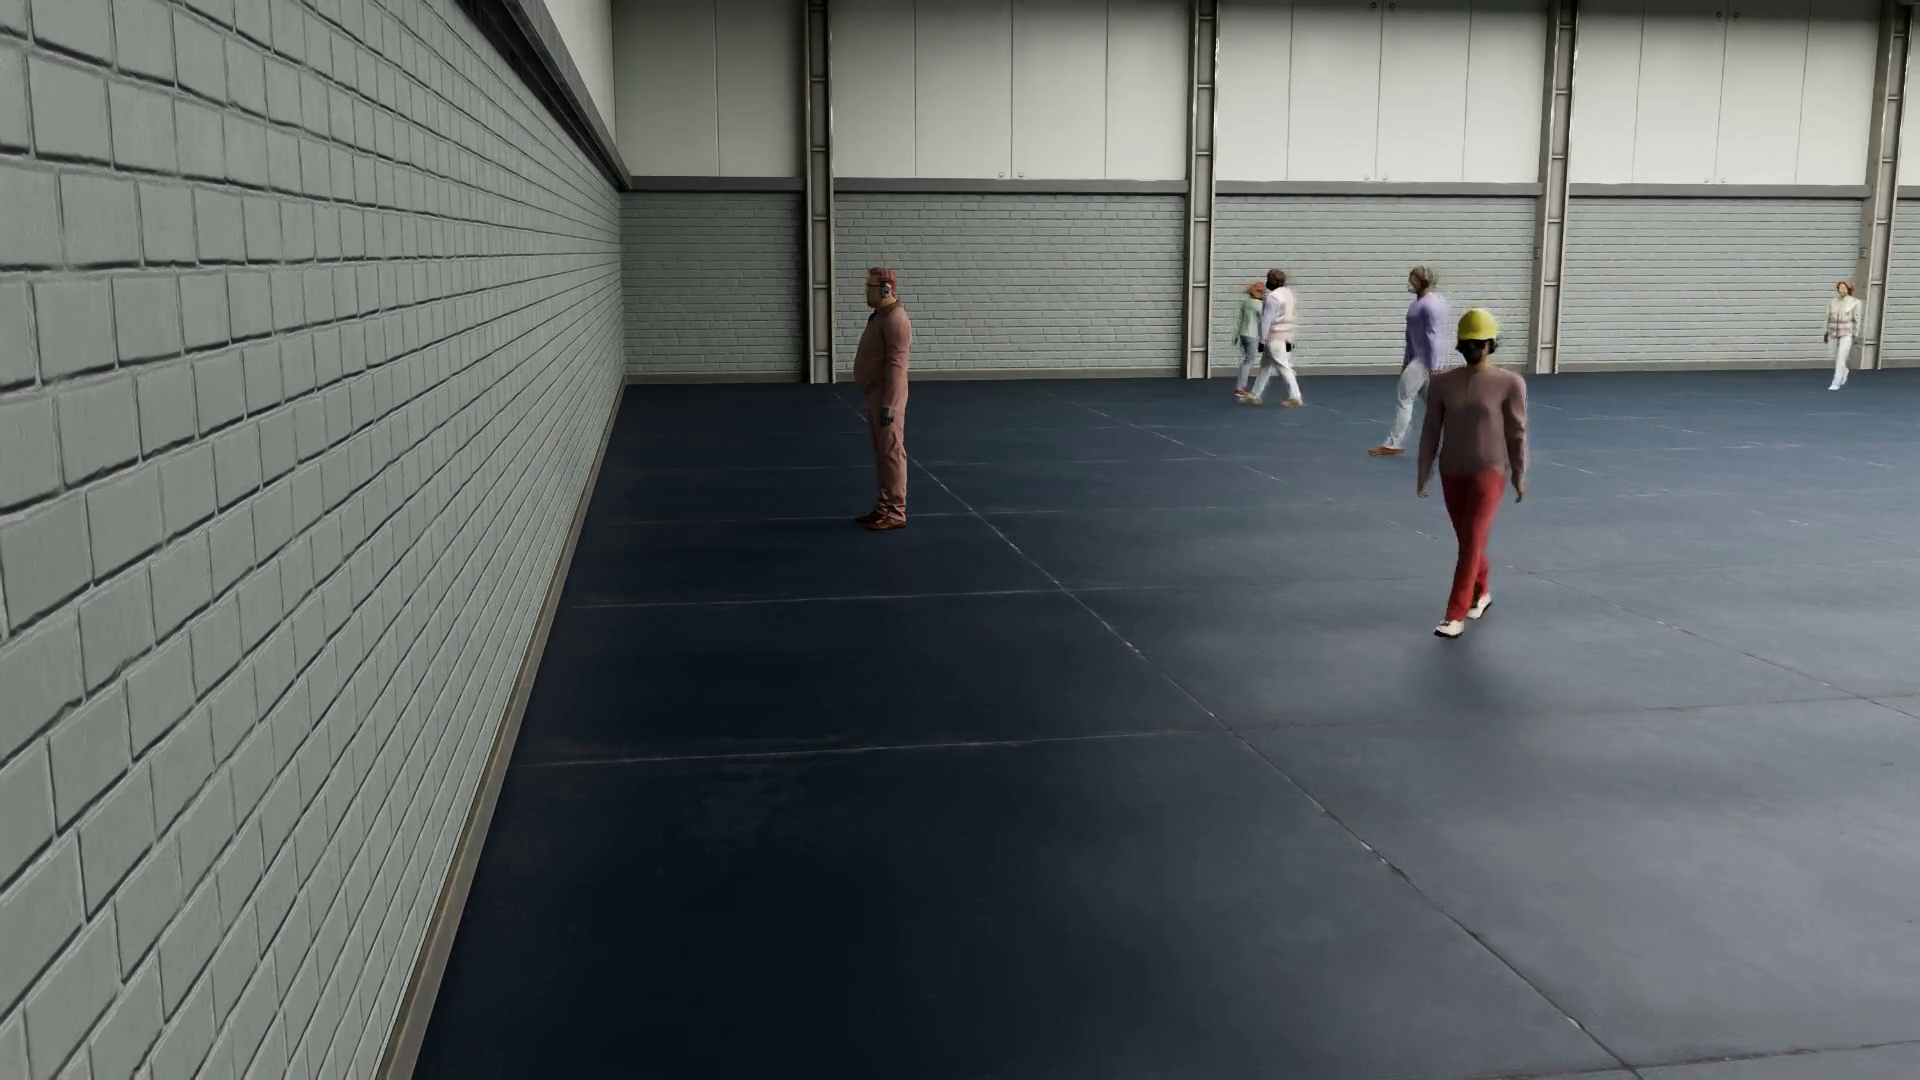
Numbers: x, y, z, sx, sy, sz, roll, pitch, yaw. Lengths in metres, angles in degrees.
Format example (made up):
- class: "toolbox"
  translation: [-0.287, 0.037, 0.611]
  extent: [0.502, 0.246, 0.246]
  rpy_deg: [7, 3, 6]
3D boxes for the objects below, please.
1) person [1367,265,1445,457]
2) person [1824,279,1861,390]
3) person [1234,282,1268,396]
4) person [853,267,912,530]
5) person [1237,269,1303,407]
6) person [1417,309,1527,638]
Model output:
- class: "person"
  translation: [4.575, -1.748, 16.338]
  extent: [0.994, 1.900, 0.644]
  rpy_deg: [1, 10, 3]
- class: "person"
  translation: [12.962, -3.010, 24.397]
  extent: [0.650, 1.616, 0.522]
  rpy_deg: [-6, 12, -33]
- class: "person"
  translation: [4.059, -2.808, 23.262]
  extent: [0.502, 1.597, 0.517]
  rpy_deg: [-5, 11, -25]
- class: "person"
  translation: [-0.572, -1.030, 12.152]
  extent: [0.410, 1.912, 0.643]
  rpy_deg: [-3, 10, -14]
- class: "person"
  translation: [4.101, -2.624, 21.678]
  extent: [0.945, 1.797, 0.639]
  rpy_deg: [6, 12, 31]
- class: "person"
  translation: [2.729, -0.368, 8.887]
  extent: [0.538, 1.721, 0.930]
  rpy_deg: [8, 12, 37]
